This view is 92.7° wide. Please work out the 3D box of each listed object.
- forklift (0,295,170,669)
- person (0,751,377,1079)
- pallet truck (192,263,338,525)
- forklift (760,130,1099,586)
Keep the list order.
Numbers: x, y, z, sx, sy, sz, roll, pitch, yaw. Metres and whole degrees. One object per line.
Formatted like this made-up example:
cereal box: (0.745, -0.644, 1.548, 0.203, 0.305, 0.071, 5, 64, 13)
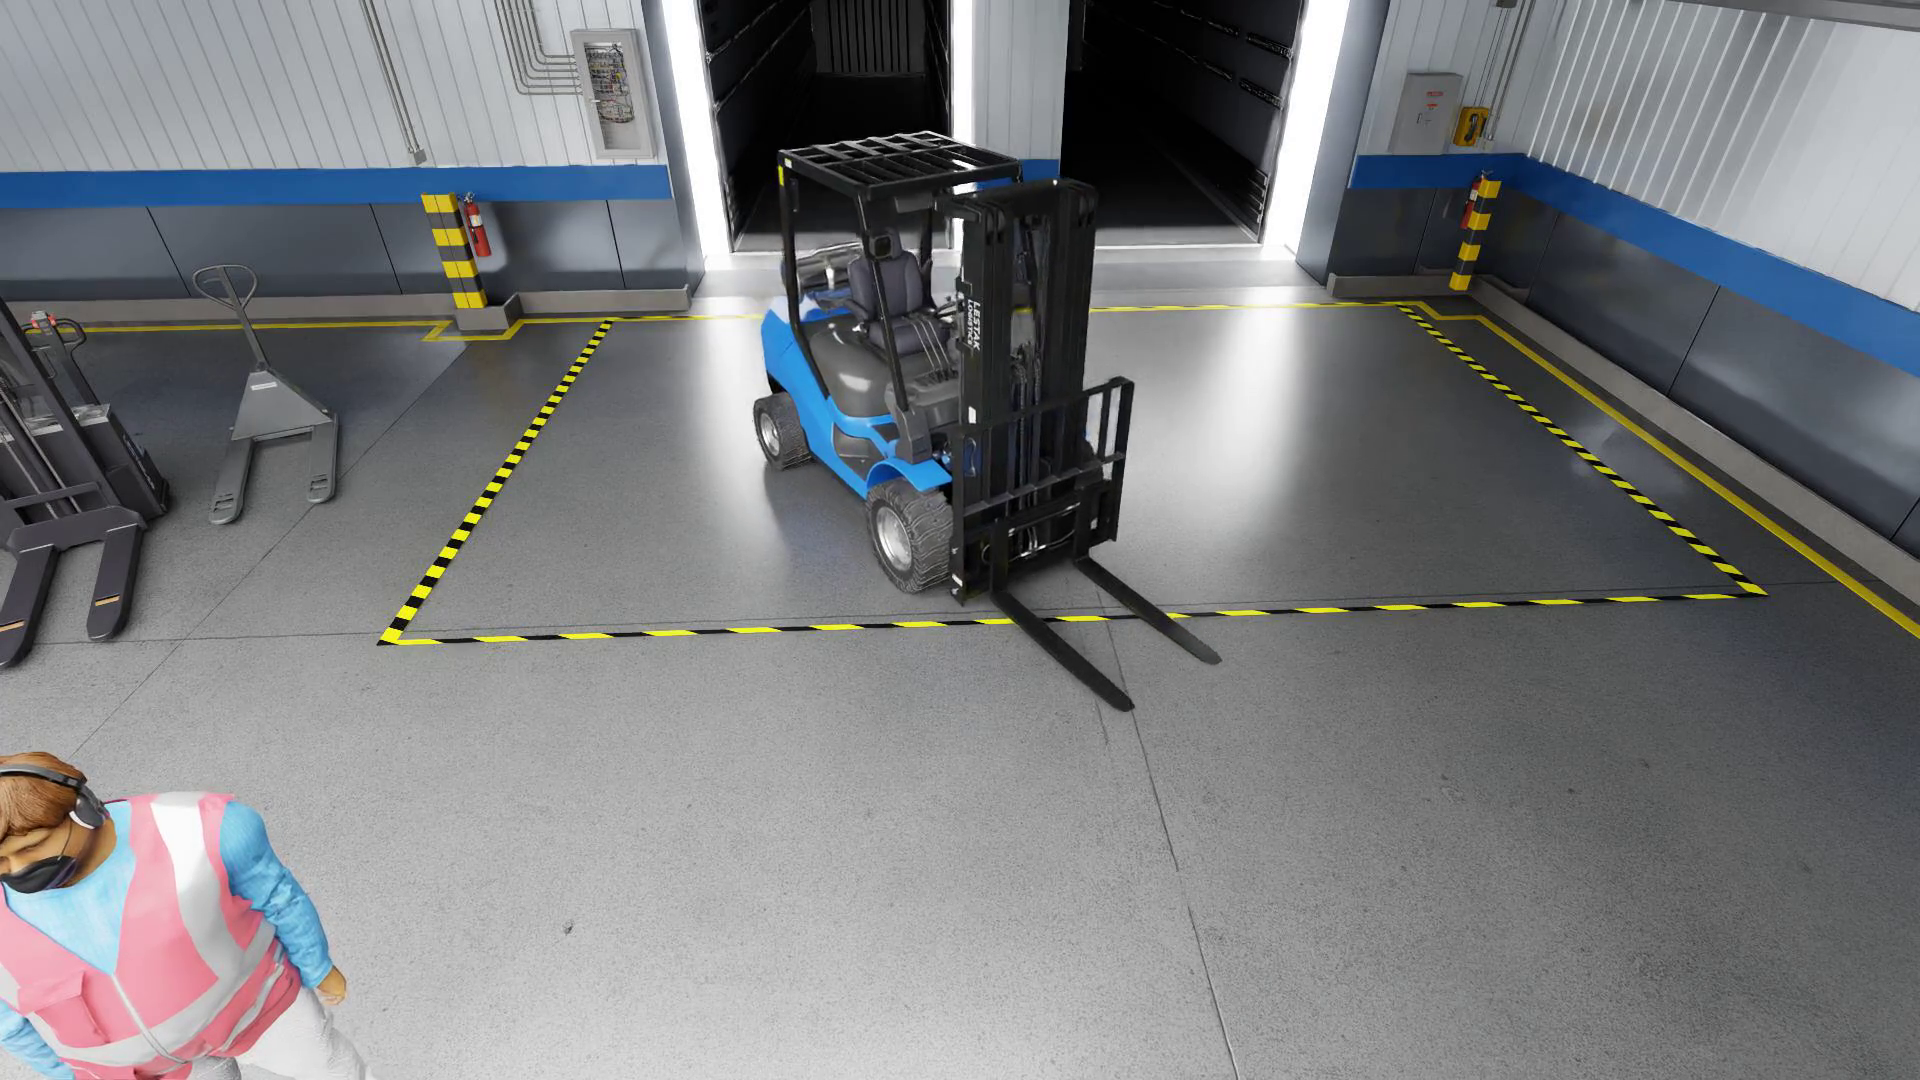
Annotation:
forklift: (-5.212, -0.618, 4.878, 0.823, 1.965, 1.885, -20, 39, -26)
person: (-1.952, 1.229, 2.359, 0.621, 1.845, 0.430, -21, 40, -27)
pallet truck: (-4.778, -1.027, 6.128, 0.680, 1.201, 1.601, -17, 38, -23)
forklift: (-0.280, -1.266, 5.497, 1.157, 2.036, 2.680, -21, 40, -27)
